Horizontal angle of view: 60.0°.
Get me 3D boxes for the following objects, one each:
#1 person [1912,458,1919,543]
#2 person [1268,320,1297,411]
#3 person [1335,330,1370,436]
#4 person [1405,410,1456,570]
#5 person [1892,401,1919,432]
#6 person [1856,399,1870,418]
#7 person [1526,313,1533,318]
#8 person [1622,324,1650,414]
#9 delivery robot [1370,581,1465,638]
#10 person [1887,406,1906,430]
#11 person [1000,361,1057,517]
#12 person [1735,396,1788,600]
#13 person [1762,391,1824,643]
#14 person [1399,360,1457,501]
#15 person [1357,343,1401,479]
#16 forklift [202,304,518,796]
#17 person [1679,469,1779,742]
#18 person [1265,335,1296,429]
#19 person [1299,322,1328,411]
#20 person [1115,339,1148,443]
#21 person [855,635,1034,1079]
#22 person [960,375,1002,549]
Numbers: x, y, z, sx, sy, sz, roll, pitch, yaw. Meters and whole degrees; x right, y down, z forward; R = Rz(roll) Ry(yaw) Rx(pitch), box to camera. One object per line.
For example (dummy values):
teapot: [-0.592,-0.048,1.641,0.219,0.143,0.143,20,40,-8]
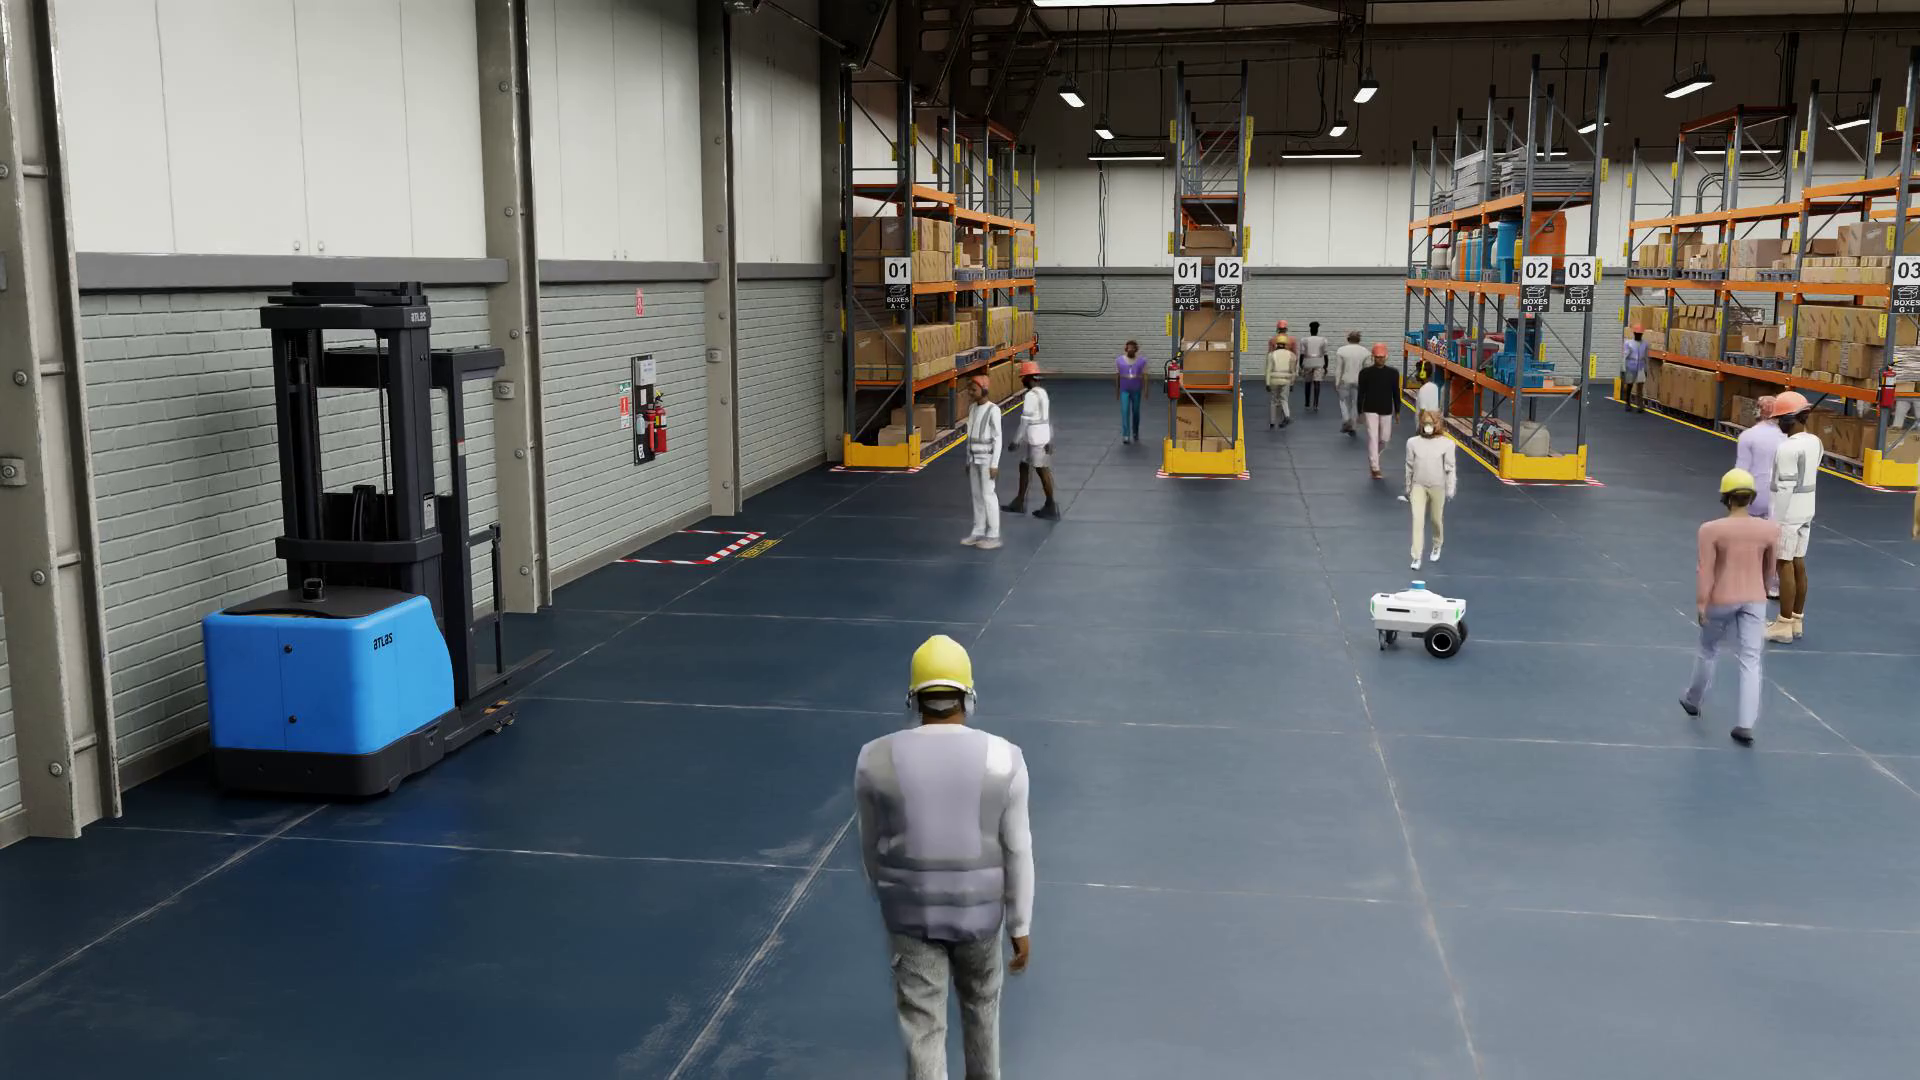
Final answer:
person: [8.222,-0.134,13.864,0.517,1.829,0.746,8,12,41]
person: [6.967,-3.759,35.889,0.632,1.955,1.024,1,9,8]
person: [7.196,-2.888,30.551,0.653,1.918,0.458,0,9,-2]
person: [4.828,-0.542,17.064,0.508,1.601,0.823,4,10,24]
person: [16.189,-2.463,28.346,0.799,1.802,0.657,-4,10,-25]
person: [18.545,-3.420,34.139,0.646,1.806,0.884,3,10,20]
person: [13.702,-4.487,40.212,0.615,1.987,0.406,-6,11,-31]
person: [14.367,-3.650,35.375,0.568,1.883,1.013,1,9,8]
delivery robot: [3.645,0.569,13.265,0.707,0.478,0.477,4,10,23]
person: [16.369,-2.622,29.030,0.652,1.889,0.570,4,10,25]
person: [0.813,-1.232,20.395,0.856,1.891,0.534,2,9,14]
person: [7.423,-0.412,15.468,0.676,1.850,0.998,-1,9,-7]
person: [6.744,-0.192,13.571,0.605,2.034,0.390,-8,12,-42]
person: [6.114,-1.414,21.665,0.653,1.853,0.535,7,12,39]
person: [6.112,-1.909,24.361,0.622,1.968,0.802,0,9,0]
forklift: [-3.673,-0.038,10.147,1.129,2.768,1.873,1,9,9]
person: [5.046,0.399,10.877,0.538,1.726,0.883,1,9,7]
person: [6.106,-2.999,31.633,0.603,1.794,0.709,0,9,-1]
person: [7.661,-3.774,36.024,0.632,1.917,1.001,1,9,8]
person: [3.032,-2.646,29.399,0.578,1.817,0.865,1,9,7]
person: [-0.054,1.207,5.646,0.588,1.799,0.765,0,9,-1]
person: [0.243,-0.860,18.145,0.339,1.883,0.584,-5,11,-30]
